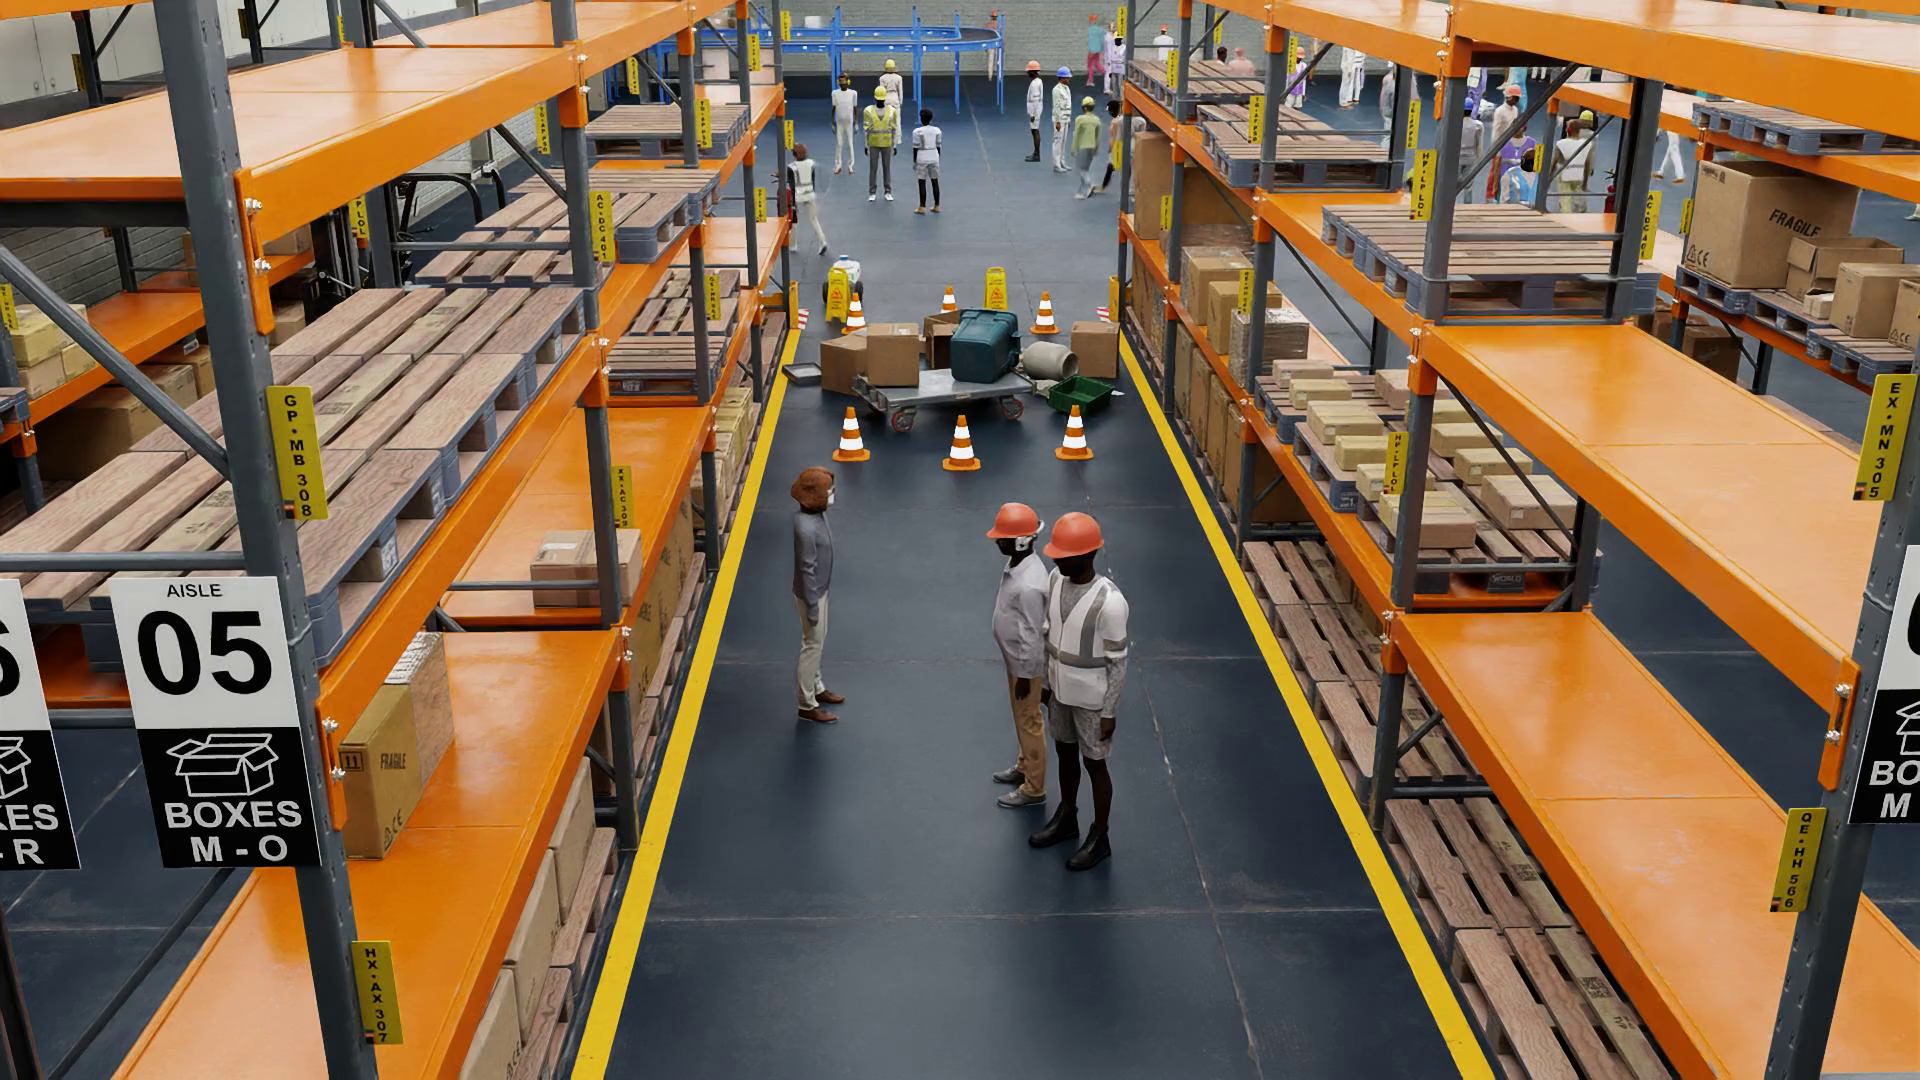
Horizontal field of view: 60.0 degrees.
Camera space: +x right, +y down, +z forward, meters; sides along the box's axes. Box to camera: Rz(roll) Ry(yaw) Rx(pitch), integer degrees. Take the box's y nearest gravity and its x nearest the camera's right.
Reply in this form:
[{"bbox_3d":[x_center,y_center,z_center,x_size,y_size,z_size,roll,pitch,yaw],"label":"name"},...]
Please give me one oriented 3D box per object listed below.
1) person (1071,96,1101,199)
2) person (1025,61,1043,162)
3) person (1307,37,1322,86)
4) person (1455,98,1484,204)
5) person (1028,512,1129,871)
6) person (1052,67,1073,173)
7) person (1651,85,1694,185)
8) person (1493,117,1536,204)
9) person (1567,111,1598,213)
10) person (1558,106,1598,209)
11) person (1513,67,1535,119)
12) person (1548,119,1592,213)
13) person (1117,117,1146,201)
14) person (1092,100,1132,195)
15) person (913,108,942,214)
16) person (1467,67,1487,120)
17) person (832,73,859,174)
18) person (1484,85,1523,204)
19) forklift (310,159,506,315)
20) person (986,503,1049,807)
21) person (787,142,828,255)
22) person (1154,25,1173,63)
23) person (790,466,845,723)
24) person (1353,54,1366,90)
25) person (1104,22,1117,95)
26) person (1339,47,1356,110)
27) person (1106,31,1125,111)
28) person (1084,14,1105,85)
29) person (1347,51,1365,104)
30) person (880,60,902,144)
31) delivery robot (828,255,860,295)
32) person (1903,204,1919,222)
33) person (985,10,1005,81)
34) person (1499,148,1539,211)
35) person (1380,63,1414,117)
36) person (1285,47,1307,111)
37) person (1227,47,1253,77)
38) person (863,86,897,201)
[{"bbox_3d":[2.202,-6.690,28.476,0.563,1.733,0.601,-11,24,-28],"label":"person"},{"bbox_3d":[1.449,-8.473,32.892,0.361,1.935,0.553,2,21,6],"label":"person"},{"bbox_3d":[10.139,-13.891,47.225,0.388,1.930,0.547,6,22,16],"label":"person"},{"bbox_3d":[7.950,-5.999,26.340,0.602,1.948,0.386,0,21,0],"label":"person"},{"bbox_3d":[0.588,0.768,8.471,0.377,1.932,0.551,-15,25,-34],"label":"person"},{"bbox_3d":[1.935,-7.972,31.555,0.390,1.948,0.605,8,22,20],"label":"person"},{"bbox_3d":[13.004,-7.398,30.219,0.603,1.830,1.004,-8,22,-20],"label":"person"},{"bbox_3d":[8.268,-5.395,24.884,0.564,1.846,0.390,4,21,10],"label":"person"},{"bbox_3d":[9.869,-5.947,26.498,0.489,1.734,0.331,12,24,28],"label":"person"},{"bbox_3d":[10.277,-6.513,27.633,0.612,1.995,0.376,18,27,40],"label":"person"},{"bbox_3d":[13.339,-10.823,39.587,0.522,1.578,0.874,-14,25,-32],"label":"person"},{"bbox_3d":[9.156,-5.410,25.010,0.571,1.795,0.973,-4,21,-11],"label":"person"},{"bbox_3d":[2.923,-6.665,28.402,0.487,1.733,0.328,6,22,16],"label":"person"},{"bbox_3d":[2.747,-6.818,28.935,0.867,1.638,0.540,1,21,2],"label":"person"},{"bbox_3d":[-0.538,-6.194,27.217,0.535,1.691,0.320,-13,24,-30],"label":"person"},{"bbox_3d":[11.657,-10.217,37.552,0.406,1.907,0.601,-8,22,-20],"label":"person"},{"bbox_3d":[-2.163,-7.825,31.273,0.513,1.872,0.331,1,21,3],"label":"person"},{"bbox_3d":[9.169,-6.650,28.016,0.650,1.980,0.420,-17,26,-37],"label":"person"},{"bbox_3d":[-5.622,-2.910,17.832,2.313,2.155,1.214,-1,21,-1],"label":"forklift"},{"bbox_3d":[0.316,0.623,9.127,0.355,1.743,0.557,-3,21,-7],"label":"person"},{"bbox_3d":[-2.227,-4.916,23.949,0.515,1.603,0.796,-17,26,-37],"label":"person"},{"bbox_3d":[5.622,-13.368,46.085,0.560,1.753,0.328,2,21,4],"label":"person"},{"bbox_3d":[-0.872,0.323,10.081,0.288,1.623,0.507,1,21,2],"label":"person"},{"bbox_3d":[11.068,-13.436,46.251,0.533,1.767,0.326,-10,23,-24],"label":"person"},{"bbox_3d":[4.078,-12.994,44.906,0.401,1.900,0.636,2,21,4],"label":"person"},{"bbox_3d":[9.712,-11.762,41.590,0.379,1.937,0.629,2,21,5],"label":"person"},{"bbox_3d":[3.927,-11.654,41.313,0.378,1.928,0.585,-17,26,-38],"label":"person"},{"bbox_3d":[3.860,-13.877,47.130,0.615,1.971,0.704,-19,28,-41],"label":"person"},{"bbox_3d":[10.116,-12.158,42.711,0.575,1.883,0.355,-11,23,-27],"label":"person"},{"bbox_3d":[-1.469,-9.331,35.434,0.489,1.741,0.322,-3,21,-8],"label":"person"},{"bbox_3d":[-1.480,-3.397,21.269,0.477,0.478,0.707,1,21,2],"label":"delivery robot"},{"bbox_3d":[15.477,-6.008,26.505,0.564,1.846,0.390,-13,24,-31],"label":"person"},{"bbox_3d":[1.022,-14.453,48.618,0.609,1.996,0.379,3,21,7],"label":"person"},{"bbox_3d":[7.320,-4.178,21.682,0.622,1.839,0.429,-4,21,-10],"label":"person"},{"bbox_3d":[8.793,-8.732,33.594,0.654,1.922,0.435,10,23,24],"label":"person"},{"bbox_3d":[7.341,-9.804,36.424,0.543,1.928,0.374,-7,22,-18],"label":"person"},{"bbox_3d":[6.208,-10.073,37.253,0.637,1.847,0.989,-9,23,-23],"label":"person"},{"bbox_3d":[-1.354,-6.761,28.390,0.586,1.923,0.371,-3,21,-8],"label":"person"}]
